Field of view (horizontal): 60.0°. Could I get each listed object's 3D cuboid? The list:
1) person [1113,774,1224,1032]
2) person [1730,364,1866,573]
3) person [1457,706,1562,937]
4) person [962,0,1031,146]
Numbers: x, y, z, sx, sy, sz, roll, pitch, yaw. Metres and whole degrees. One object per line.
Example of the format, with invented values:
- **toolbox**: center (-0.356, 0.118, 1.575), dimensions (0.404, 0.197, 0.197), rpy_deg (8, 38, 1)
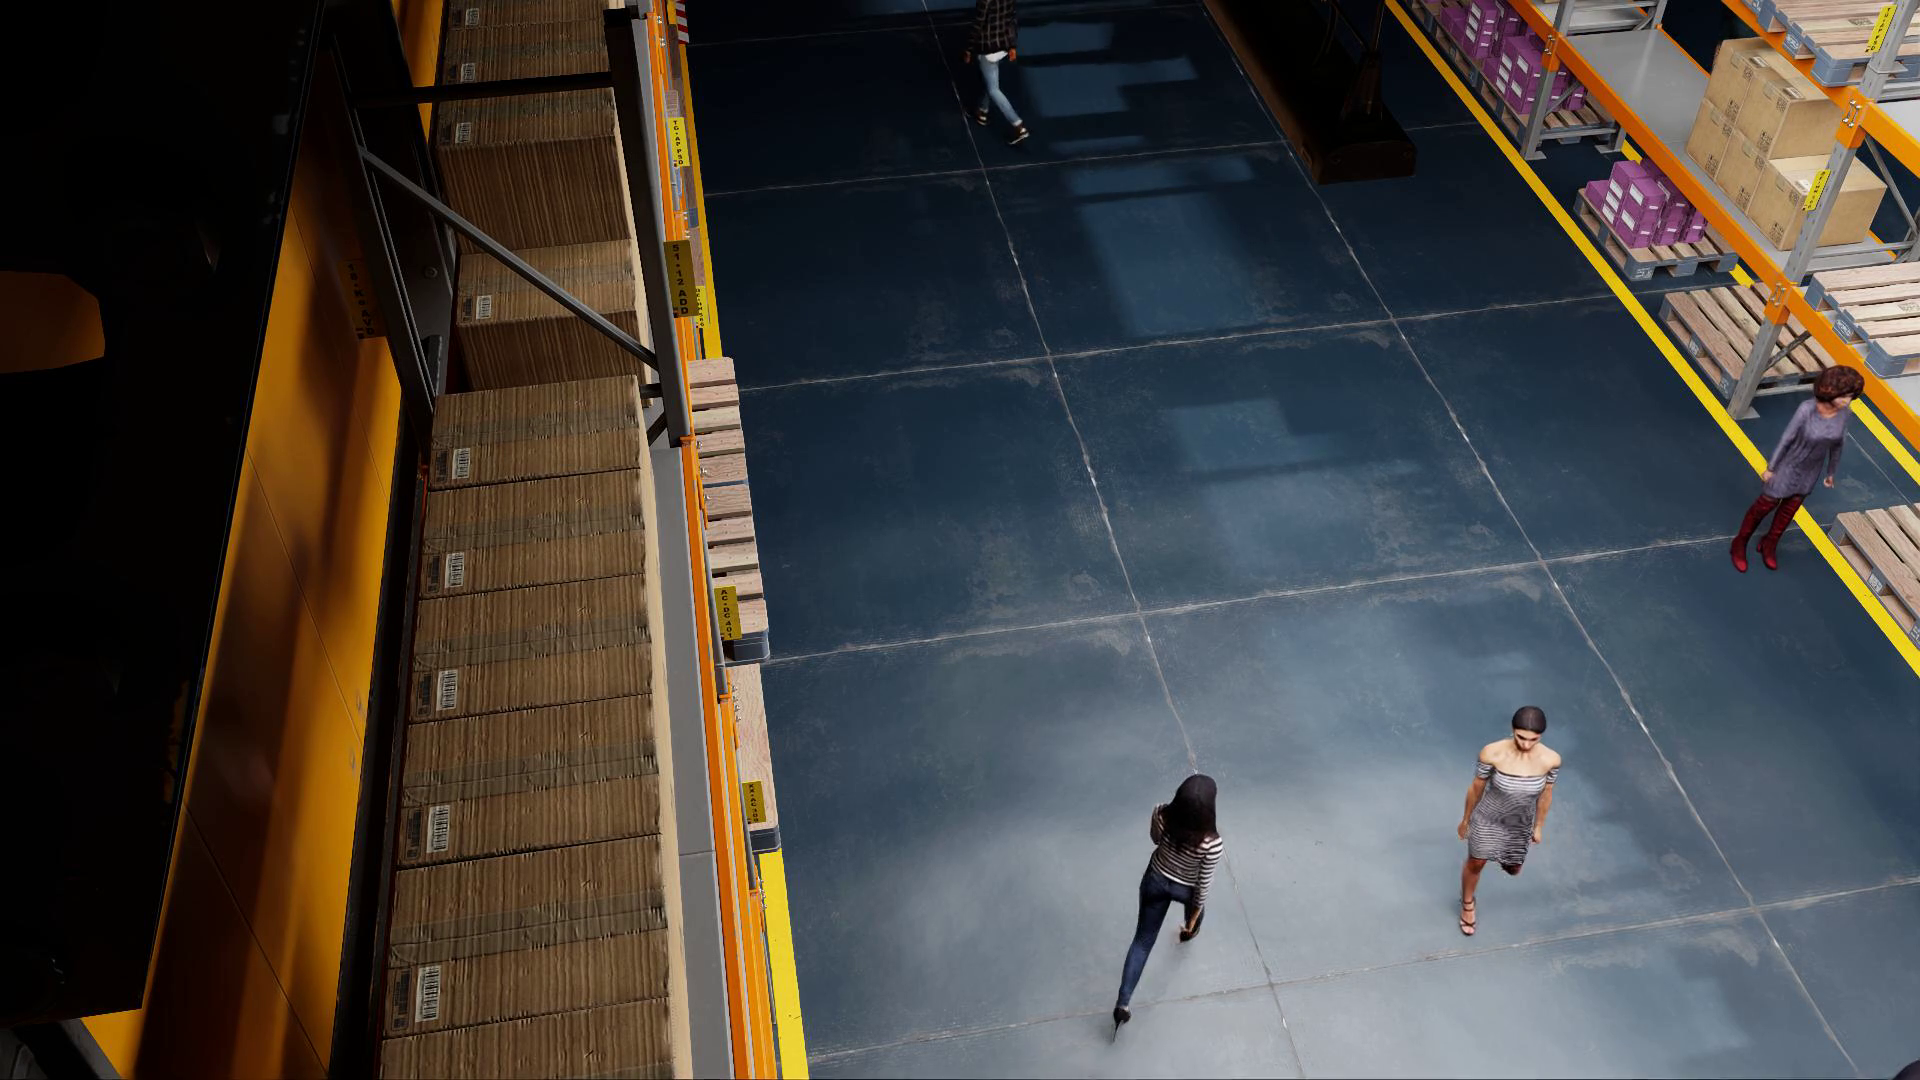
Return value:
- **person**: center (1.088, 1.944, 8.914), dimensions (1.070, 1.740, 1.199), rpy_deg (22, 48, 21)
- **person**: center (5.784, -0.529, 11.535), dimensions (0.629, 1.705, 0.539), rpy_deg (-3, 44, -3)
- **person**: center (3.023, 1.510, 9.318), dimensions (0.740, 1.811, 0.864), rpy_deg (4, 44, 5)
- **person**: center (0.376, -4.606, 15.751), dimensions (1.244, 1.792, 1.119), rpy_deg (30, 51, 28)
